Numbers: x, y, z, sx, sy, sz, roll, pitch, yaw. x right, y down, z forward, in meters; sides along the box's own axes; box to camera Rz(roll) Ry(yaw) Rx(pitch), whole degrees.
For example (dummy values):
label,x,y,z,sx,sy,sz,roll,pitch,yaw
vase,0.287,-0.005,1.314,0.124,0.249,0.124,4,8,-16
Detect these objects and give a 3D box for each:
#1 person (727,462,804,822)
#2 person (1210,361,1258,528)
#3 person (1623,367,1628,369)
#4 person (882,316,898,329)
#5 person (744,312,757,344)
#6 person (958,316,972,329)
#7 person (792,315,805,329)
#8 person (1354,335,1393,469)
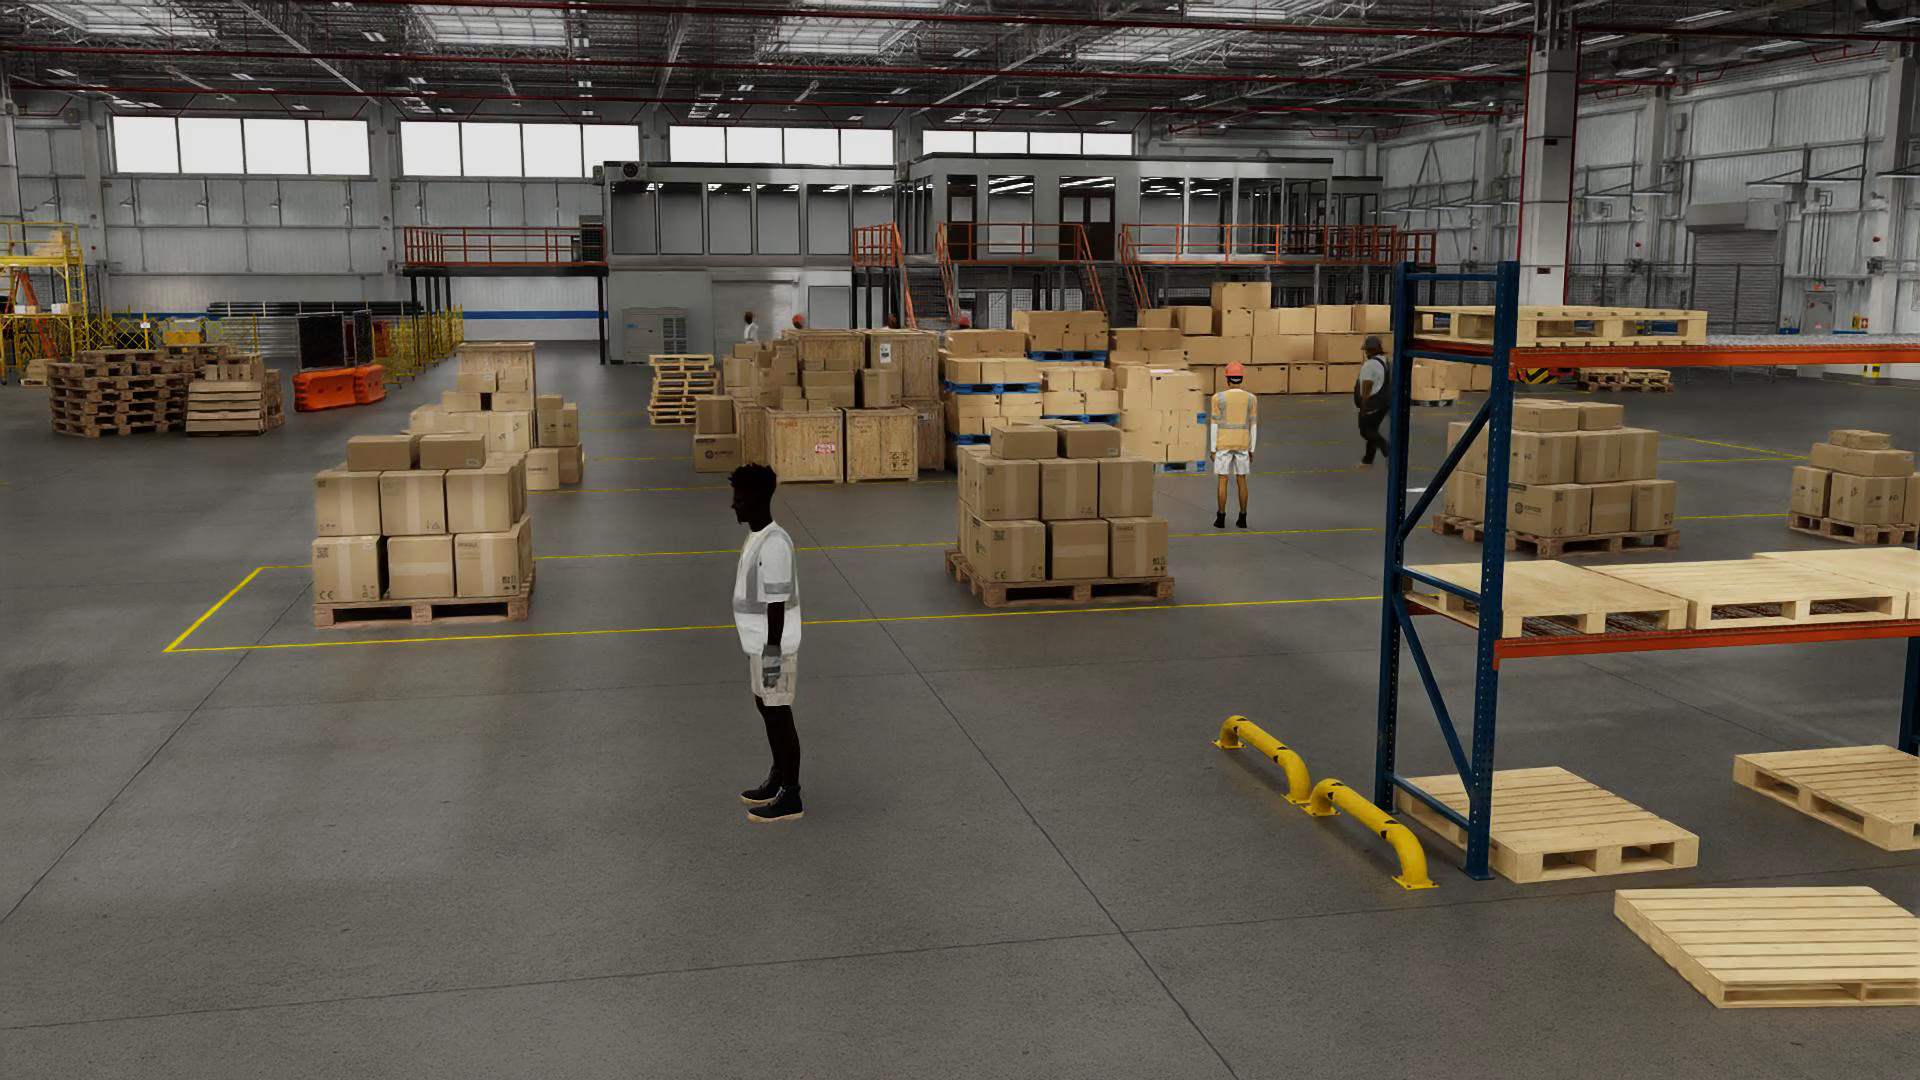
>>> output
label,x,y,z,sx,sy,sz,roll,pitch,yaw
person,-1.062,0.549,9.104,0.388,1.957,0.606,-3,10,-16
person,3.146,-1.093,19.203,0.540,1.929,0.390,-1,9,-5
person,17.163,-5.017,43.040,0.387,1.948,0.605,5,11,27
person,-1.722,-4.382,39.429,0.441,1.859,0.663,-5,10,-26
person,-5.344,-4.965,42.985,0.666,1.864,0.583,-5,11,-28
person,-0.016,-3.996,36.892,0.688,1.923,0.545,2,10,12
person,-3.539,-4.229,38.378,0.770,1.931,0.653,-9,13,-42
person,6.191,-2.043,24.628,0.747,2.000,0.701,8,12,41
